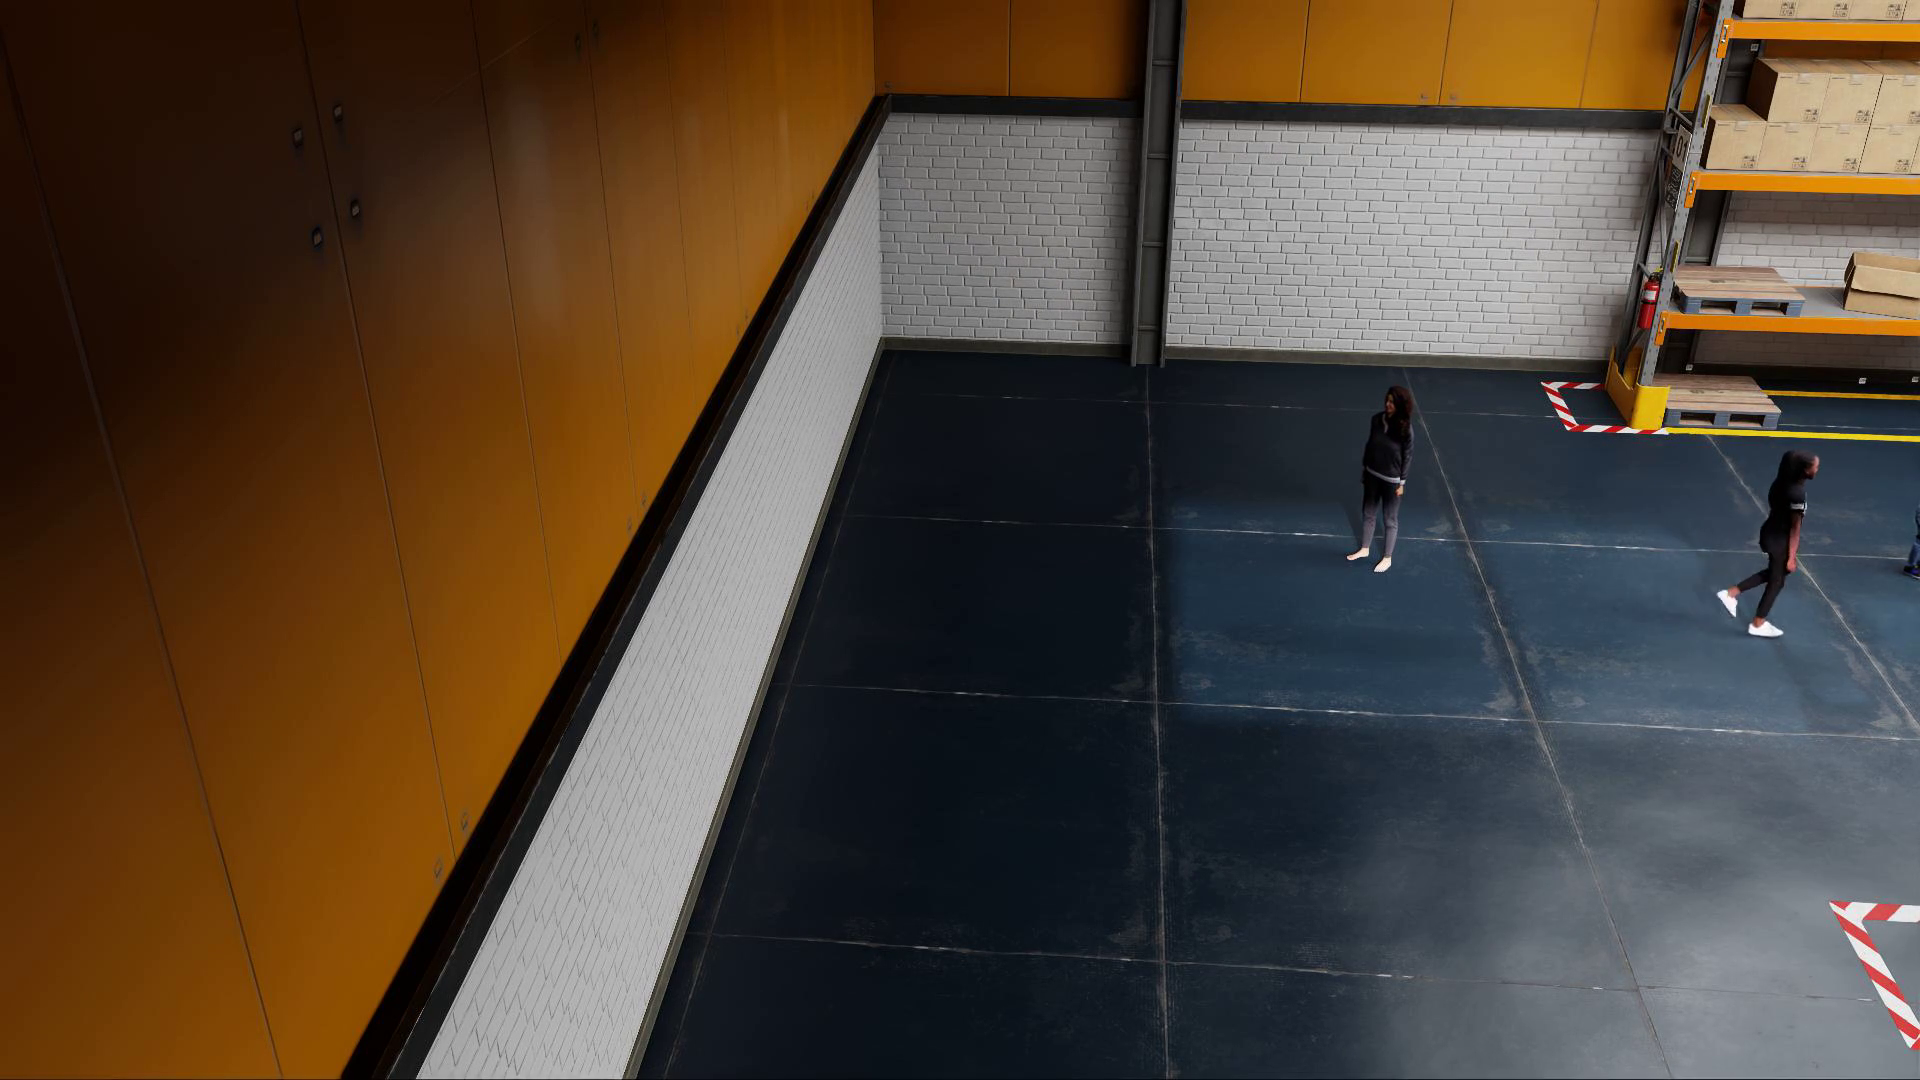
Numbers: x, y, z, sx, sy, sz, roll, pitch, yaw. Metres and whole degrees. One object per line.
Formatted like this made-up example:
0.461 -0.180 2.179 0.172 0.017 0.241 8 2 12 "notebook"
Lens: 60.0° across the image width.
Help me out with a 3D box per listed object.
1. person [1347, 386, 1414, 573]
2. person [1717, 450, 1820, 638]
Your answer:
3.844 -0.576 15.051 0.746 1.768 0.671 -25 37 -38 "person"
6.795 0.021 14.009 0.837 1.717 0.715 8 30 14 "person"
